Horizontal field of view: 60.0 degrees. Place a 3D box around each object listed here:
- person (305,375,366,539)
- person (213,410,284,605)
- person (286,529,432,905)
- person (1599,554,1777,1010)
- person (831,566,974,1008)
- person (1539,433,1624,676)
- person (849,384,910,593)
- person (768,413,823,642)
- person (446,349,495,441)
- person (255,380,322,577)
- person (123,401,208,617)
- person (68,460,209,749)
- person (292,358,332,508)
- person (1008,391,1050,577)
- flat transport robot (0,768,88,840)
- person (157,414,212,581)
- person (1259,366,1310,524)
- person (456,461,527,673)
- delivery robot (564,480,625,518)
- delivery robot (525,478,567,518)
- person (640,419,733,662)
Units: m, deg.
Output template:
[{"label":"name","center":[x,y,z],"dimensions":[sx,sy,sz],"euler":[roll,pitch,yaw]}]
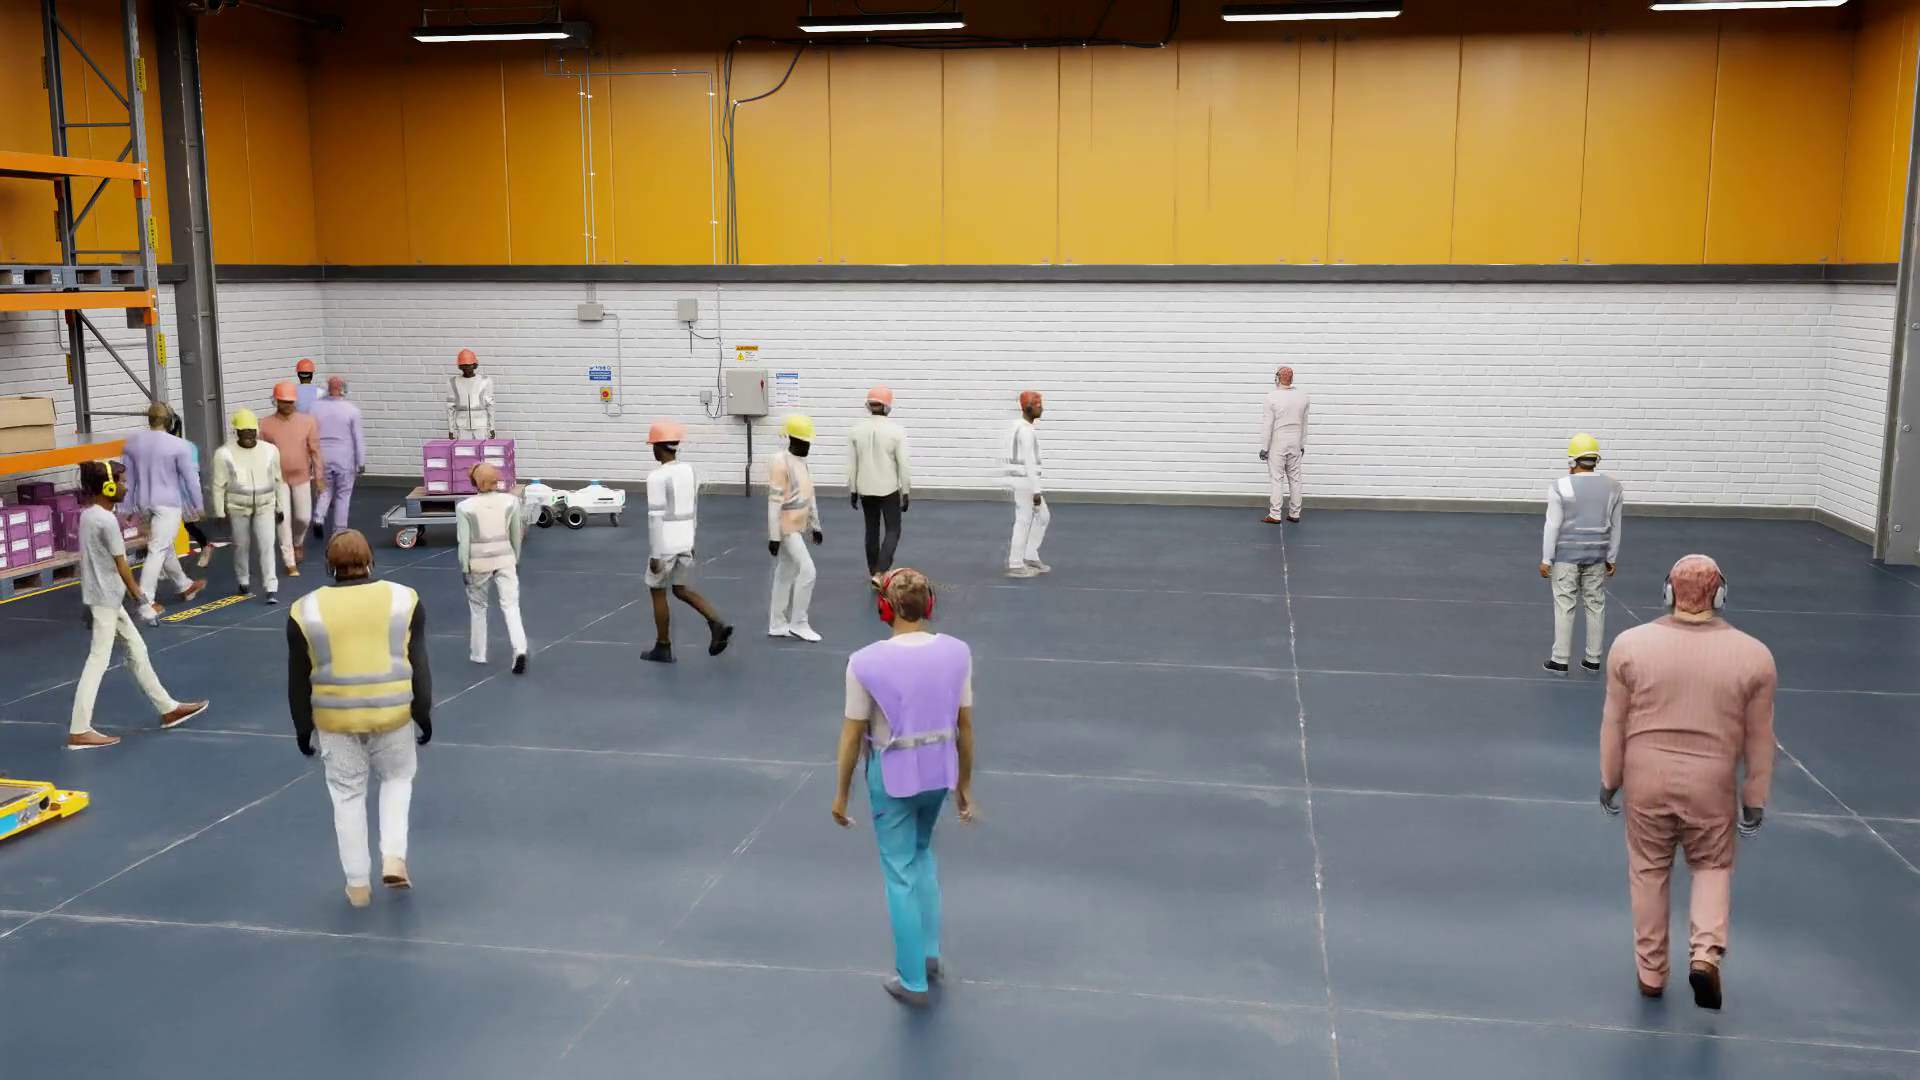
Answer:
[{"label":"person","center":[-6.961,-0.896,18.613],"dimensions":[0.664,1.885,0.434],"euler":[0,9,3]},{"label":"person","center":[-6.548,-0.313,15.327],"dimensions":[0.618,1.782,0.941],"euler":[-5,11,-31]},{"label":"person","center":[-2.866,0.848,7.967],"dimensions":[0.648,1.823,0.451],"euler":[-3,10,-21]},{"label":"person","center":[2.958,1.002,6.821],"dimensions":[0.653,1.889,0.522],"euler":[4,10,23]},{"label":"person","center":[-0.255,1.015,6.948],"dimensions":[0.566,1.826,0.576],"euler":[-6,11,-34]},{"label":"person","center":[4.656,0.112,12.523],"dimensions":[0.603,1.828,0.404],"euler":[-1,9,-6]},{"label":"person","center":[-0.780,-0.483,15.796],"dimensions":[0.635,2.003,0.571],"euler":[4,10,22]},{"label":"person","center":[-1.330,-0.097,13.609],"dimensions":[0.627,1.887,0.635],"euler":[2,9,12]},{"label":"person","center":[-6.449,-1.505,21.949],"dimensions":[0.611,2.032,0.411],"euler":[-2,9,-9]},{"label":"person","center":[-6.781,-0.640,16.767],"dimensions":[0.633,1.968,0.716],"euler":[-5,11,-30]},{"label":"person","center":[-7.111,-0.298,14.910],"dimensions":[0.647,1.876,1.042],"euler":[2,9,15]},{"label":"person","center":[-5.361,0.404,10.727],"dimensions":[0.909,1.830,0.527],"euler":[-6,11,-34]},{"label":"person","center":[-8.315,-1.346,21.240],"dimensions":[0.552,1.934,0.373],"euler":[-4,10,-22]},{"label":"person","center":[0.736,-0.547,16.509],"dimensions":[0.580,1.859,0.600],"euler":[0,9,-1]},{"label":"flat transport robot","center":[-5.358,1.503,8.714],"dimensions":[0.652,0.197,1.431],"euler":[2,9,11]},{"label":"person","center":[-7.796,-0.461,16.604],"dimensions":[0.536,1.673,0.775],"euler":[1,9,4]},{"label":"person","center":[3.891,-1.146,20.093],"dimensions":[0.643,1.910,0.400],"euler":[-4,10,-22]},{"label":"person","center":[-3.548,0.201,12.652],"dimensions":[0.506,1.611,0.788],"euler":[-5,11,-30]},{"label":"delivery robot","center":[-4.348,-0.475,19.822],"dimensions":[0.707,0.478,0.477],"euler":[-2,9,-12]},{"label":"delivery robot","center":[-5.081,-0.497,19.958],"dimensions":[0.707,0.478,0.477],"euler":[3,10,20]},{"label":"person","center":[-2.159,0.026,12.835],"dimensions":[0.678,1.915,0.545],"euler":[5,11,29]}]
